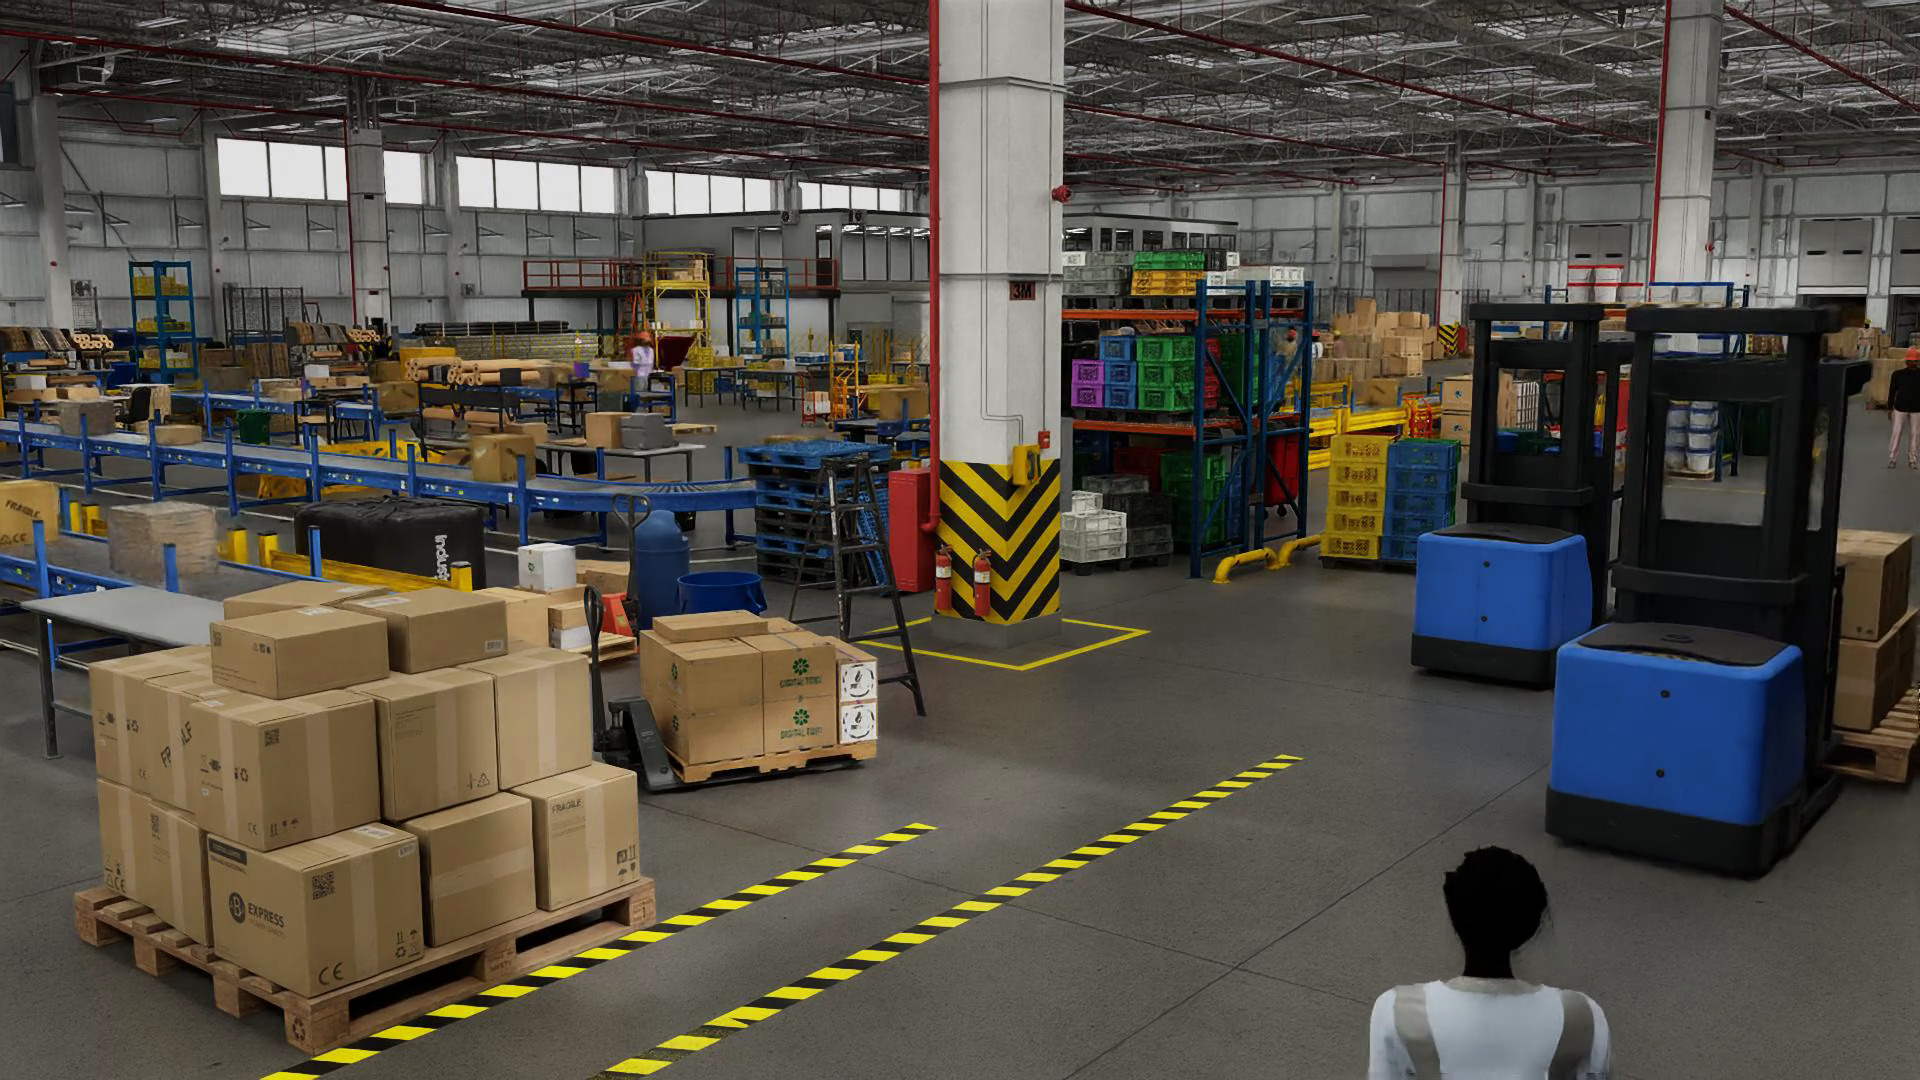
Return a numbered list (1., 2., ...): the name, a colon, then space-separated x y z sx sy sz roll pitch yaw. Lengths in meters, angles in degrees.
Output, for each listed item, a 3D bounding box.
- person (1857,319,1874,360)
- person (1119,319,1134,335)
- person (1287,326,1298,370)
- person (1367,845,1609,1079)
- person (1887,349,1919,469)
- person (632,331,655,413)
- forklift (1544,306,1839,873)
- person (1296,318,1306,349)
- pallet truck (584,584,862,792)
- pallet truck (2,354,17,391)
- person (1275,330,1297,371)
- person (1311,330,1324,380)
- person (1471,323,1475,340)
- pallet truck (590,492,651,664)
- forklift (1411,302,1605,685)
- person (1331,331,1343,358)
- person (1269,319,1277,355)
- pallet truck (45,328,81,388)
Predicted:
1. person: 34.537 -7.470 63.443 0.587 1.929 0.360 1 8 5
2. person: 6.277 -7.369 62.651 0.607 1.963 0.374 3 9 18
3. person: 11.533 -6.620 58.010 0.833 1.848 0.519 -8 12 -44
4. person: 1.167 1.510 3.739 0.539 1.681 0.360 2 9 11
5. person: 15.656 -2.160 27.441 0.623 1.989 0.391 3 9 22
6. person: -7.452 -3.899 39.045 0.616 2.028 0.735 -8 11 -42
7. forklift: 4.011 0.146 8.912 1.129 2.768 1.873 6 11 37
8. person: 16.197 -9.750 78.937 0.980 1.896 0.590 -1 8 -6
9. pallet truck: -1.426 0.805 10.019 1.601 1.201 0.680 -4 9 -26
10. pallet truck: -24.881 -4.417 42.634 1.885 1.965 0.823 8 11 41
11. person: 9.278 -5.048 47.368 0.600 1.863 0.978 -1 9 -10
12. person: 9.365 -4.579 43.934 0.373 1.934 0.551 7 11 41
13. person: 24.722 -9.873 80.100 0.919 1.795 0.625 1 9 8
14. pallet truck: -3.115 0.344 12.883 0.653 1.274 1.630 7 11 37
15. forklift: 4.379 -0.438 12.852 1.129 2.768 1.873 7 11 37
16. person: 11.569 -5.568 51.207 0.611 1.743 0.545 7 11 39
17. person: 14.453 -9.341 76.705 0.511 1.734 0.519 -2 9 -16
18. pallet truck: -23.775 -4.544 43.495 1.885 1.965 0.823 6 10 35
